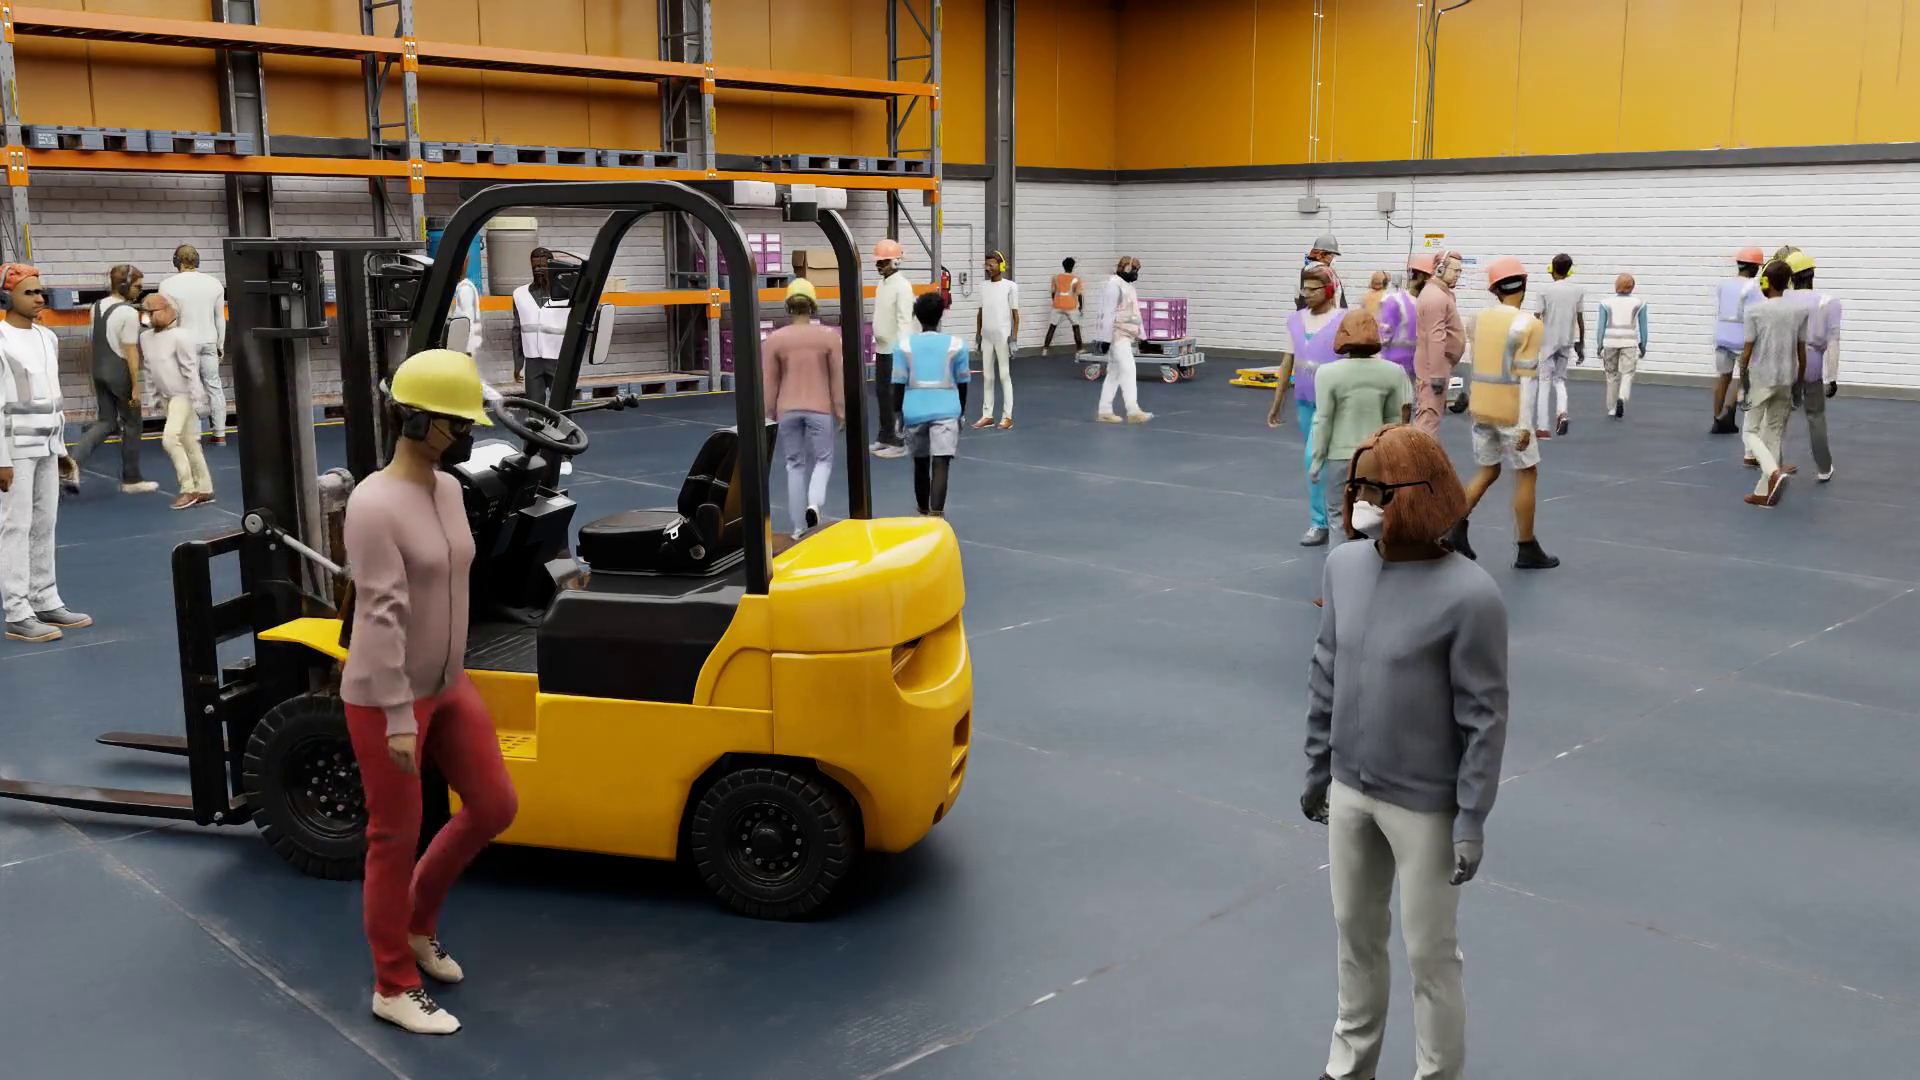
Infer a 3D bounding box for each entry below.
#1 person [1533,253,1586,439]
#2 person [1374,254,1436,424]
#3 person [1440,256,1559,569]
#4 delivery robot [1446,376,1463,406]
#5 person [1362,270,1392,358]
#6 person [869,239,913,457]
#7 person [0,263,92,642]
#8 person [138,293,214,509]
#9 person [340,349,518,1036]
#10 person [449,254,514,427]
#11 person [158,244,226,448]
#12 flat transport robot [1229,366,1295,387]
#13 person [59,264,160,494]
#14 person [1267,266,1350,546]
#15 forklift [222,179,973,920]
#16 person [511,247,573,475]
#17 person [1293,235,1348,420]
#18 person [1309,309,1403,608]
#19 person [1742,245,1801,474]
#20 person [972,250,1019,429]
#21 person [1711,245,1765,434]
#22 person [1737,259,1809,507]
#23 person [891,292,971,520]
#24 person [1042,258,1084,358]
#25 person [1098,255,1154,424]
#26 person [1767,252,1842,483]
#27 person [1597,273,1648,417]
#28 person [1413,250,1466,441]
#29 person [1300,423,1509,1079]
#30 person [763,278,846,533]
[{"bbox_3d":[5.901,-1.915,16.517,0.642,1.847,0.427,-1,10,-3],"label":"person"},{"bbox_3d":[3.636,-1.433,13.822,0.633,1.885,0.873,-5,11,-25],"label":"person"},{"bbox_3d":[3.290,-0.770,10.124,0.591,1.901,0.560,-6,12,-29],"label":"person"},{"bbox_3d":[5.358,-1.764,18.963,0.477,0.478,0.707,-8,13,-38],"label":"delivery robot"},{"bbox_3d":[4.919,-2.397,19.802,0.666,1.616,0.521,-6,12,-29],"label":"person"},{"bbox_3d":[-0.646,-1.753,15.260,0.406,1.986,0.635,-5,12,-26],"label":"person"},{"bbox_3d":[-4.687,-0.441,8.382,0.360,1.882,0.575,1,10,3],"label":"person"},{"bbox_3d":[-5.826,-1.027,12.350,0.504,1.595,0.549,7,13,34],"label":"person"},{"bbox_3d":[-1.358,0.396,4.212,0.377,1.743,0.542,3,11,16],"label":"person"},{"bbox_3d":[-4.969,-1.998,16.927,0.687,1.868,0.595,-2,11,-12],"label":"person"},{"bbox_3d":[-7.296,-1.838,15.844,0.372,1.940,0.627,7,13,35],"label":"person"},{"bbox_3d":[4.345,-2.213,22.443,1.431,0.197,0.652,-9,14,-41],"label":"flat transport robot"},{"bbox_3d":[-6.567,-1.211,12.790,0.607,1.804,0.731,5,12,26],"label":"person"},{"bbox_3d":[2.318,-0.880,10.955,0.670,1.816,0.577,-7,12,-33],"label":"person"},{"bbox_3d":[-1.114,-0.058,5.440,2.313,2.155,1.214,2,11,13],"label":"forklift"},{"bbox_3d":[-3.502,-1.511,14.115,0.592,1.920,0.392,1,10,3],"label":"person"},{"bbox_3d":[3.950,-2.299,18.083,0.535,2.000,0.673,-3,11,-18],"label":"person"},{"bbox_3d":[2.124,-0.419,8.940,0.507,1.630,0.268,-2,11,-10],"label":"person"},{"bbox_3d":[6.981,-1.544,14.246,0.372,1.939,0.629,1,10,3],"label":"person"},{"bbox_3d":[0.375,-2.091,17.429,0.533,1.864,0.310,7,13,34],"label":"person"},{"bbox_3d":[7.900,-2.019,16.885,0.419,1.917,0.564,-4,11,-21],"label":"person"},{"bbox_3d":[5.998,-1.129,12.219,0.513,1.856,0.612,0,10,-2],"label":"person"},{"bbox_3d":[-0.200,-0.830,11.119,0.519,1.653,0.880,1,10,6],"label":"person"},{"bbox_3d":[1.765,-3.837,27.550,0.720,1.652,0.474,3,11,16],"label":"person"},{"bbox_3d":[1.831,-2.160,17.989,0.732,1.802,0.660,3,11,16],"label":"person"},{"bbox_3d":[6.870,-1.388,13.560,0.612,1.886,0.843,8,13,39],"label":"person"},{"bbox_3d":[7.312,-2.144,18.395,0.521,1.615,0.673,5,11,24],"label":"person"},{"bbox_3d":[3.827,-1.353,13.309,0.400,1.901,0.643,2,11,13],"label":"person"},{"bbox_3d":[0.937,0.560,3.602,0.268,1.632,0.507,-7,12,-32],"label":"person"},{"bbox_3d":[-1.022,-0.843,10.929,0.561,1.740,0.556,0,10,3],"label":"person"}]
